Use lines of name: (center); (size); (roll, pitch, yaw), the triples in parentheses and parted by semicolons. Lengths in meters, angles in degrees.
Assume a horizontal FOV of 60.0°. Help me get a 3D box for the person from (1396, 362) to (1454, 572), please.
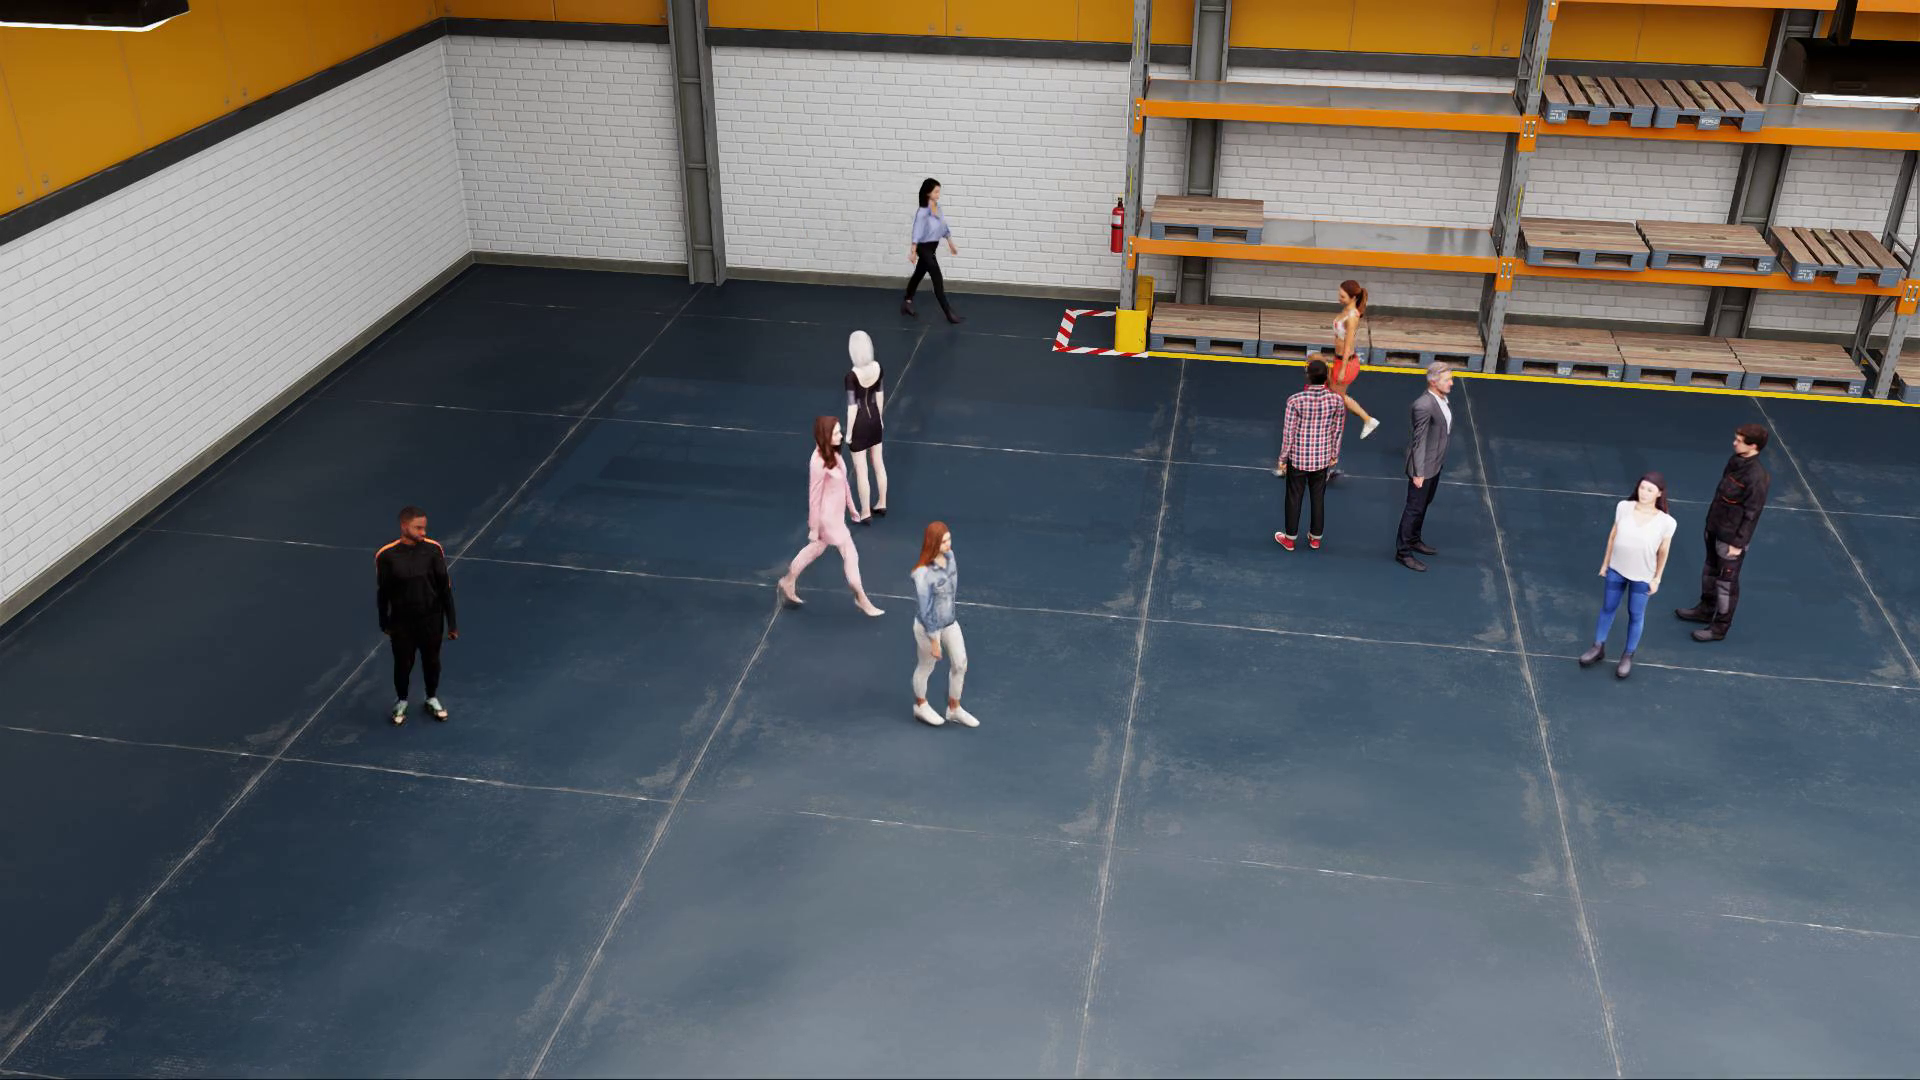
person: (3.965, -0.668, 14.119); (0.734, 1.840, 0.801); (16, 32, 26)

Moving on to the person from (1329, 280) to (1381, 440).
person: (3.786, -1.653, 16.003); (0.850, 1.765, 0.594); (4, 29, 8)

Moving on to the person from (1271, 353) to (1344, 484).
person: (3.321, -1.108, 15.501); (0.934, 1.290, 0.653); (14, 31, 23)

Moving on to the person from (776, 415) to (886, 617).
person: (-1.141, -0.177, 13.316); (1.147, 1.748, 0.606); (5, 29, 10)

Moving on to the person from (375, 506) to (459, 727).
person: (-3.948, 0.538, 11.977); (0.798, 1.774, 0.901); (-5, 29, -9)

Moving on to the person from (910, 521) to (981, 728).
person: (-0.249, 0.599, 11.961); (0.875, 1.683, 0.791); (19, 34, 31)

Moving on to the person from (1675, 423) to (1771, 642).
person: (6.048, -0.079, 13.040); (0.614, 1.840, 0.750); (1, 29, 1)

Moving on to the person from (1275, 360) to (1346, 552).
person: (3.006, -0.732, 14.321); (0.643, 1.760, 0.815); (-4, 29, -7)

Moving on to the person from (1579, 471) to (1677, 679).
person: (5.089, 0.253, 12.594); (0.640, 1.684, 0.745); (24, 37, 37)

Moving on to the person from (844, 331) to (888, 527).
person: (-0.839, -0.996, 14.731); (0.685, 1.830, 0.664); (25, 37, 38)

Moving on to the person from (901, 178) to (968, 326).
person: (-0.462, -3.312, 19.117); (1.182, 1.697, 0.826); (12, 31, 21)
